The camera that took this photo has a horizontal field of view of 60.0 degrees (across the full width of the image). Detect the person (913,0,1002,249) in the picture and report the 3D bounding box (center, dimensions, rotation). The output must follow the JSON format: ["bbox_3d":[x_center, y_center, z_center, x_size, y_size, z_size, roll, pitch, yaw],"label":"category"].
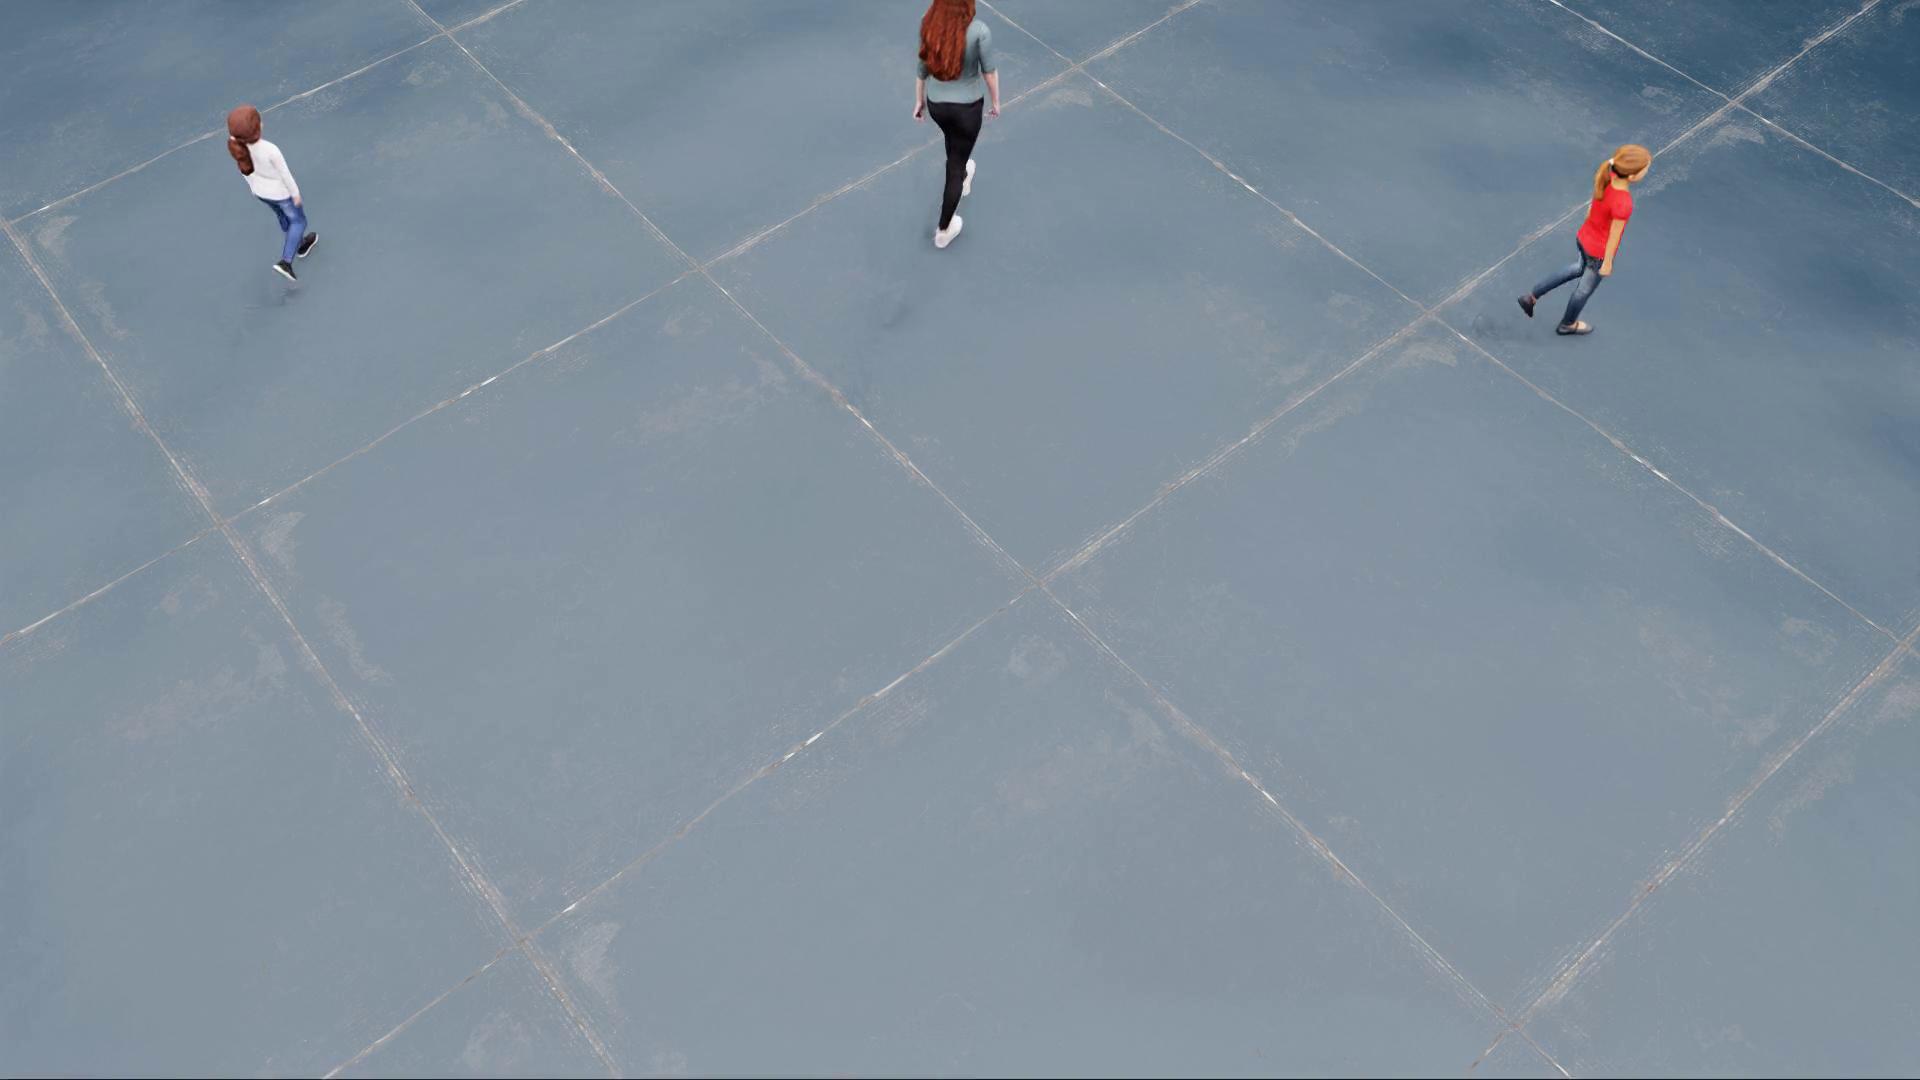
[{"bbox_3d":[-0.059,-2.349,9.277,0.884,1.715,1.046,17,54,13],"label":"person"}]

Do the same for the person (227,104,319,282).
[{"bbox_3d":[-3.883,-1.950,9.356,0.665,1.100,0.770,11,53,8],"label":"person"}]

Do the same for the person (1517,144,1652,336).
[{"bbox_3d":[3.358,-1.589,8.951,0.769,1.300,0.678,-3,52,-2],"label":"person"}]
